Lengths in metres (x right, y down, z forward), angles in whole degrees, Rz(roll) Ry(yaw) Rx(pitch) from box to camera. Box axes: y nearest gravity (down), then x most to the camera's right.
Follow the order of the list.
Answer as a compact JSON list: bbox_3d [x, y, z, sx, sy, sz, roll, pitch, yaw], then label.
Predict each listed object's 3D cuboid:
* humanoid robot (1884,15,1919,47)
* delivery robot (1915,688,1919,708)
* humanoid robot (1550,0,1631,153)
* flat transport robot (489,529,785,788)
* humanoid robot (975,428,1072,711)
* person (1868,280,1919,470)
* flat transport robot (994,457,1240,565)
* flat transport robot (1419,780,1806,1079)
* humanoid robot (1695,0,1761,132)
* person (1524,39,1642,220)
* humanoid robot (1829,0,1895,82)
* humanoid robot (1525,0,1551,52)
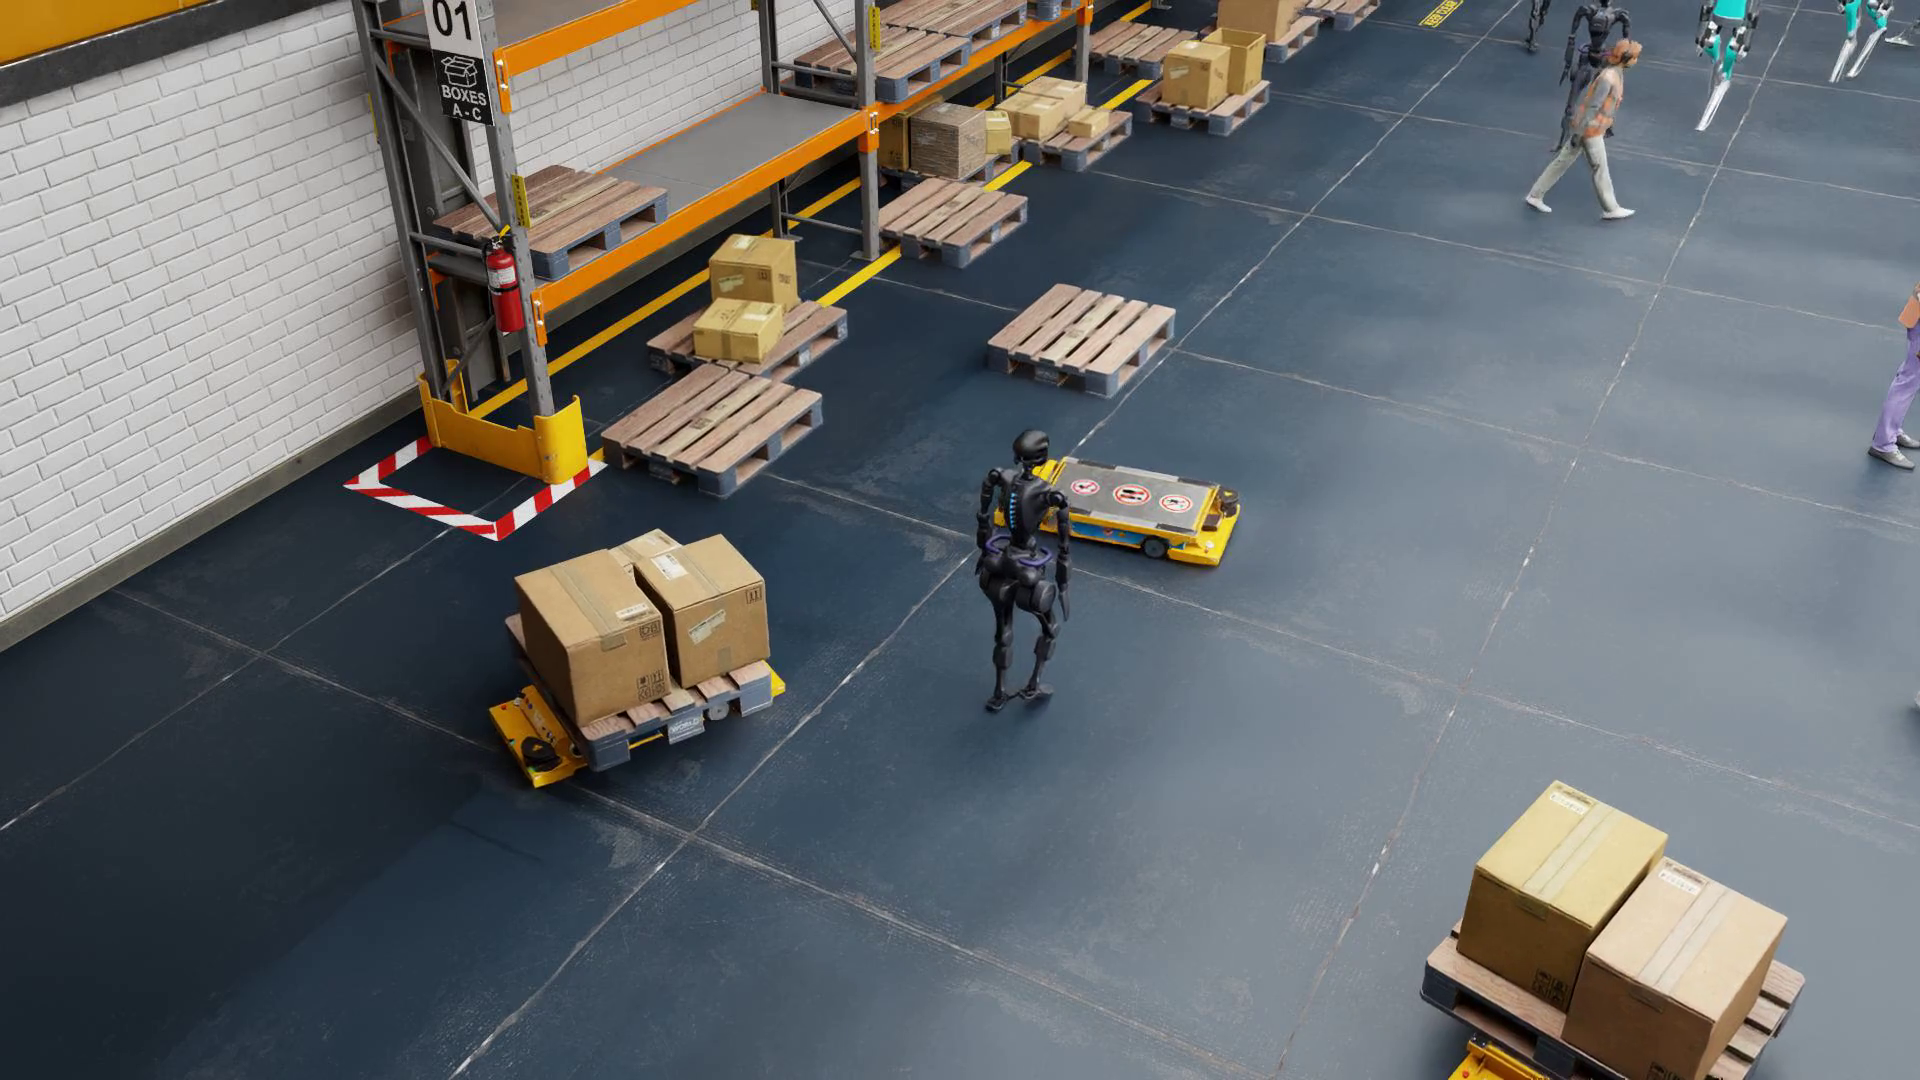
[{"bbox_3d":[10.665,-6.263,18.263,0.706,1.769,0.530,20,39,28],"label":"humanoid robot"},{"bbox_3d":[5.437,0.824,8.636,0.499,0.589,0.784,-13,36,-19],"label":"delivery robot"},{"bbox_3d":[5.918,-4.398,15.541,0.584,1.638,0.671,19,38,26],"label":"humanoid robot"},{"bbox_3d":[-1.722,0.827,8.897,1.431,0.231,0.659,-20,38,-27],"label":"flat transport robot"},{"bbox_3d":[0.295,0.170,8.620,0.600,1.645,0.378,20,39,28],"label":"humanoid robot"},{"bbox_3d":[6.305,-1.375,10.797,0.390,1.847,0.562,22,39,29],"label":"person"},{"bbox_3d":[0.990,-0.202,10.454,1.431,0.231,0.659,11,35,16],"label":"flat transport robot"},{"bbox_3d":[2.715,2.042,7.058,0.659,0.231,1.431,27,42,35],"label":"flat transport robot"},{"bbox_3d":[7.588,-4.975,16.366,0.540,1.785,0.925,22,39,29],"label":"humanoid robot"},{"bbox_3d":[5.439,-3.535,14.307,0.933,1.560,0.518,11,35,16],"label":"person"},{"bbox_3d":[9.520,-5.655,17.414,0.535,1.812,0.788,28,43,36],"label":"humanoid robot"},{"bbox_3d":[6.501,-6.214,18.291,0.609,1.637,0.661,-5,34,-8],"label":"humanoid robot"}]
